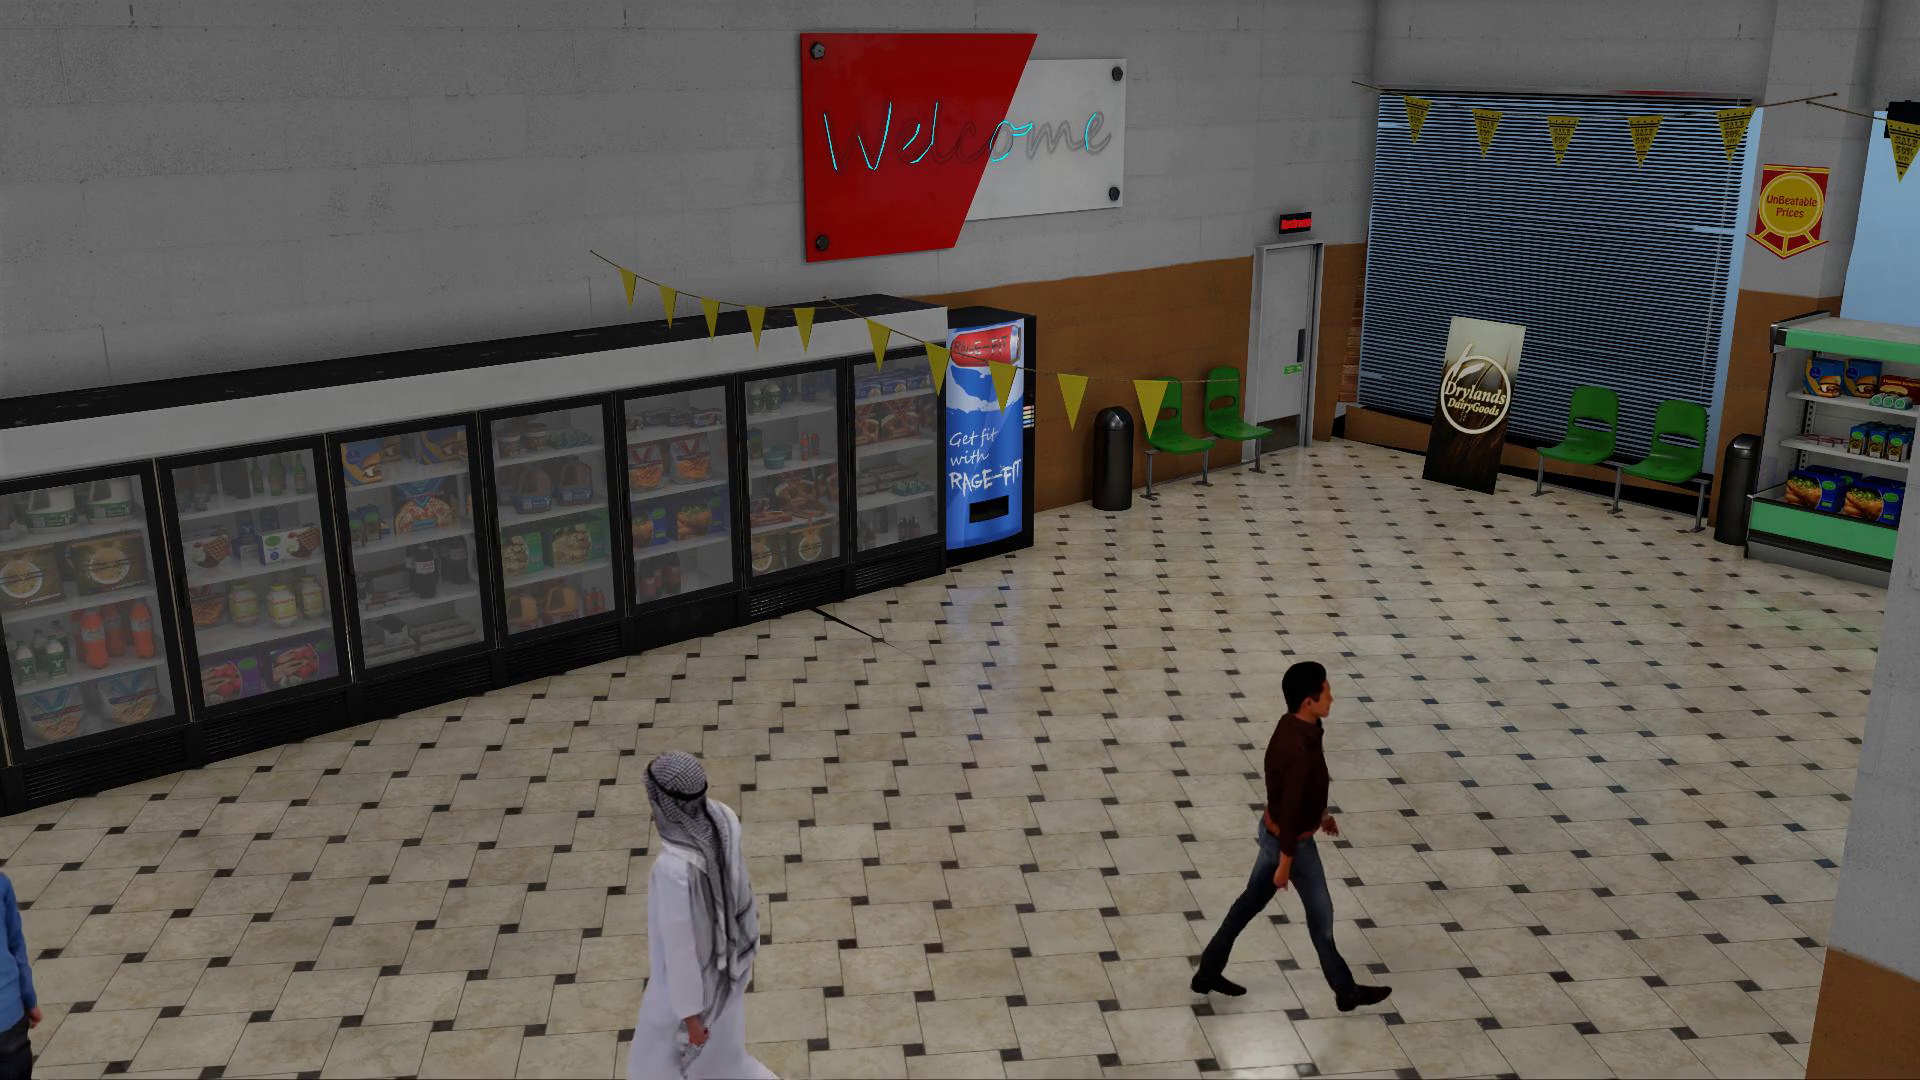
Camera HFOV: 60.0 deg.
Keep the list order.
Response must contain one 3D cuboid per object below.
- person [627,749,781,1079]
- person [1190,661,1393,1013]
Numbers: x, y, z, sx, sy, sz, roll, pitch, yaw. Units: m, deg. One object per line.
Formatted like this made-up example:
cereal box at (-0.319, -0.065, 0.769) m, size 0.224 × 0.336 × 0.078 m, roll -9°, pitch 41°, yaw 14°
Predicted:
person at (-0.917, 1.703, 6.343) m, size 1.248 × 1.895 × 1.022 m, roll 6°, pitch 18°, yaw 20°
person at (1.417, 1.395, 7.638) m, size 1.206 × 1.732 × 1.164 m, roll 1°, pitch 17°, yaw 3°
